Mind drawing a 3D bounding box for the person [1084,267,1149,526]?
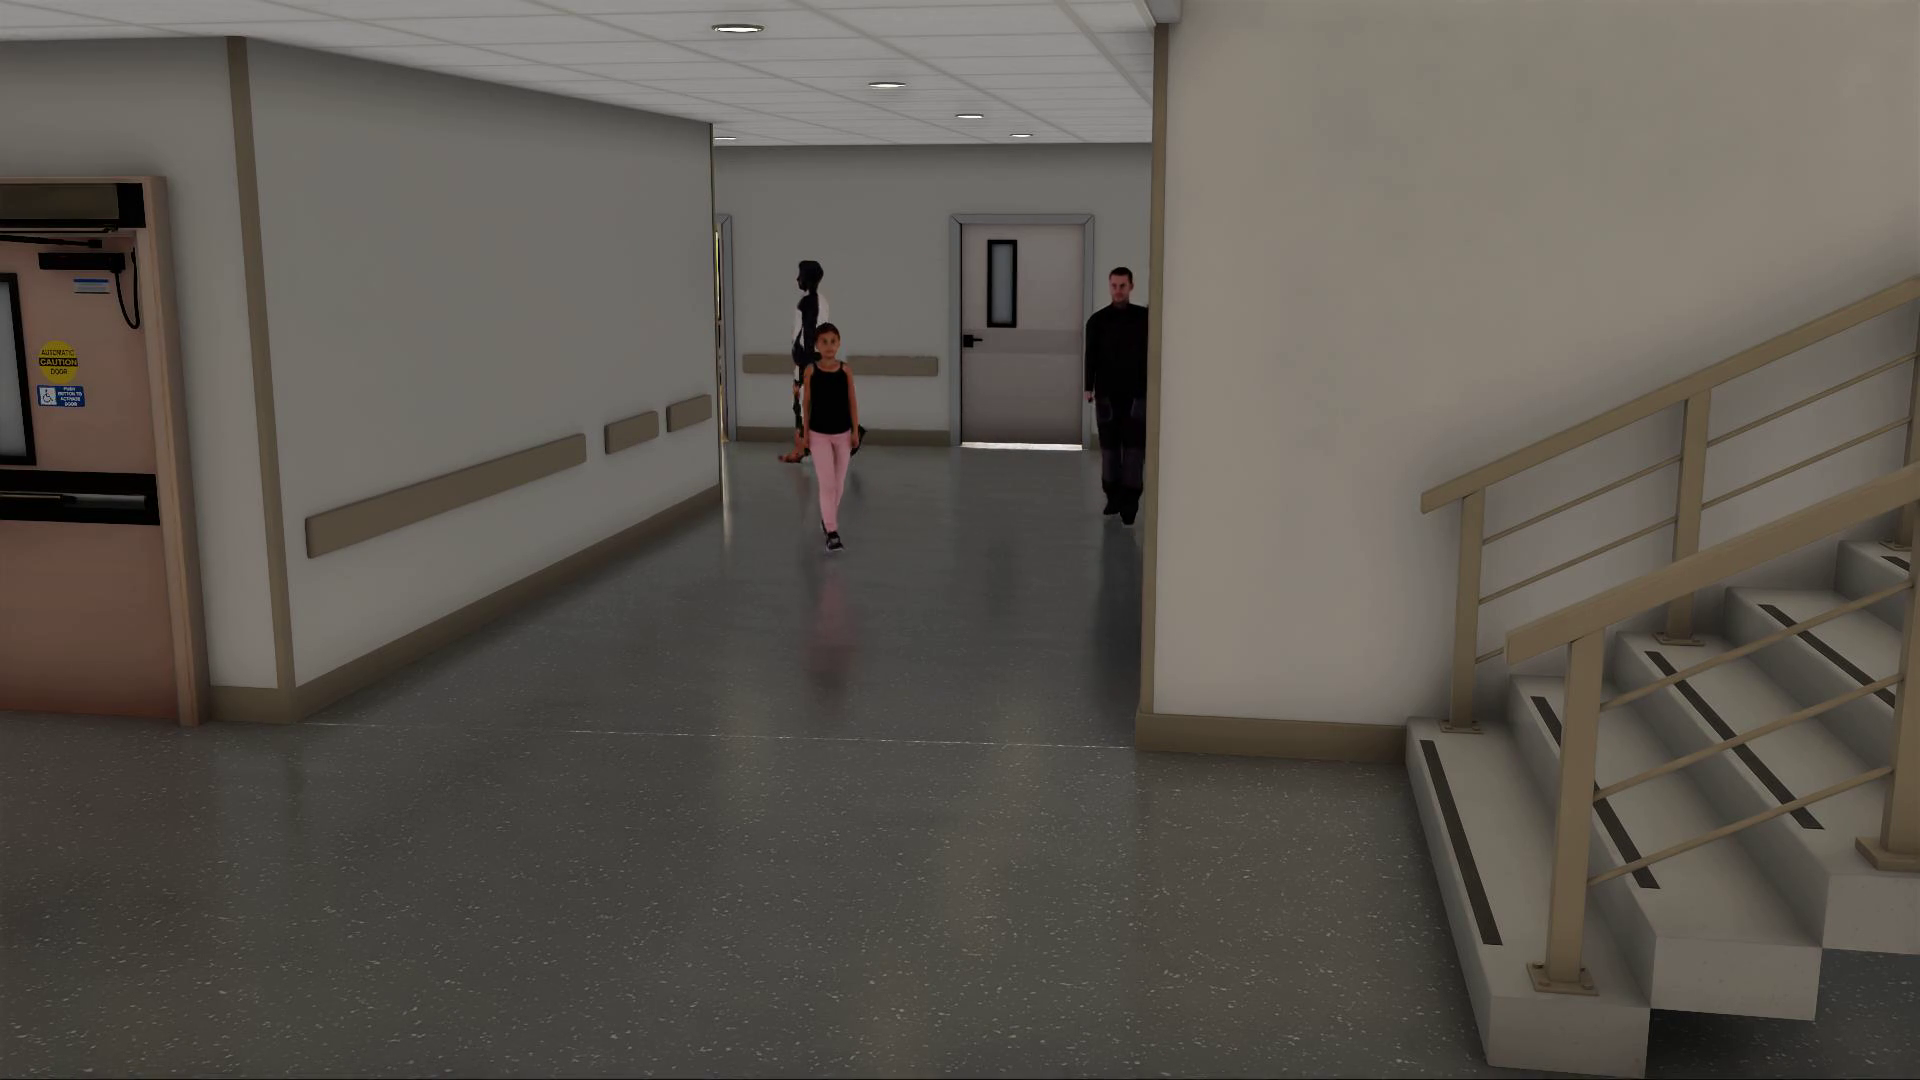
[{"bbox_3d":[1.224,-1.075,12.498,1.028,1.871,0.804,3,11,14],"label":"person"}]

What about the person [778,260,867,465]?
[{"bbox_3d":[-1.296,-1.625,15.390,1.042,1.874,0.710,1,11,7],"label":"person"}]

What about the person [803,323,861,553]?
[{"bbox_3d":[-0.901,-0.701,11.450,1.025,1.527,0.901,-3,11,-16],"label":"person"}]
